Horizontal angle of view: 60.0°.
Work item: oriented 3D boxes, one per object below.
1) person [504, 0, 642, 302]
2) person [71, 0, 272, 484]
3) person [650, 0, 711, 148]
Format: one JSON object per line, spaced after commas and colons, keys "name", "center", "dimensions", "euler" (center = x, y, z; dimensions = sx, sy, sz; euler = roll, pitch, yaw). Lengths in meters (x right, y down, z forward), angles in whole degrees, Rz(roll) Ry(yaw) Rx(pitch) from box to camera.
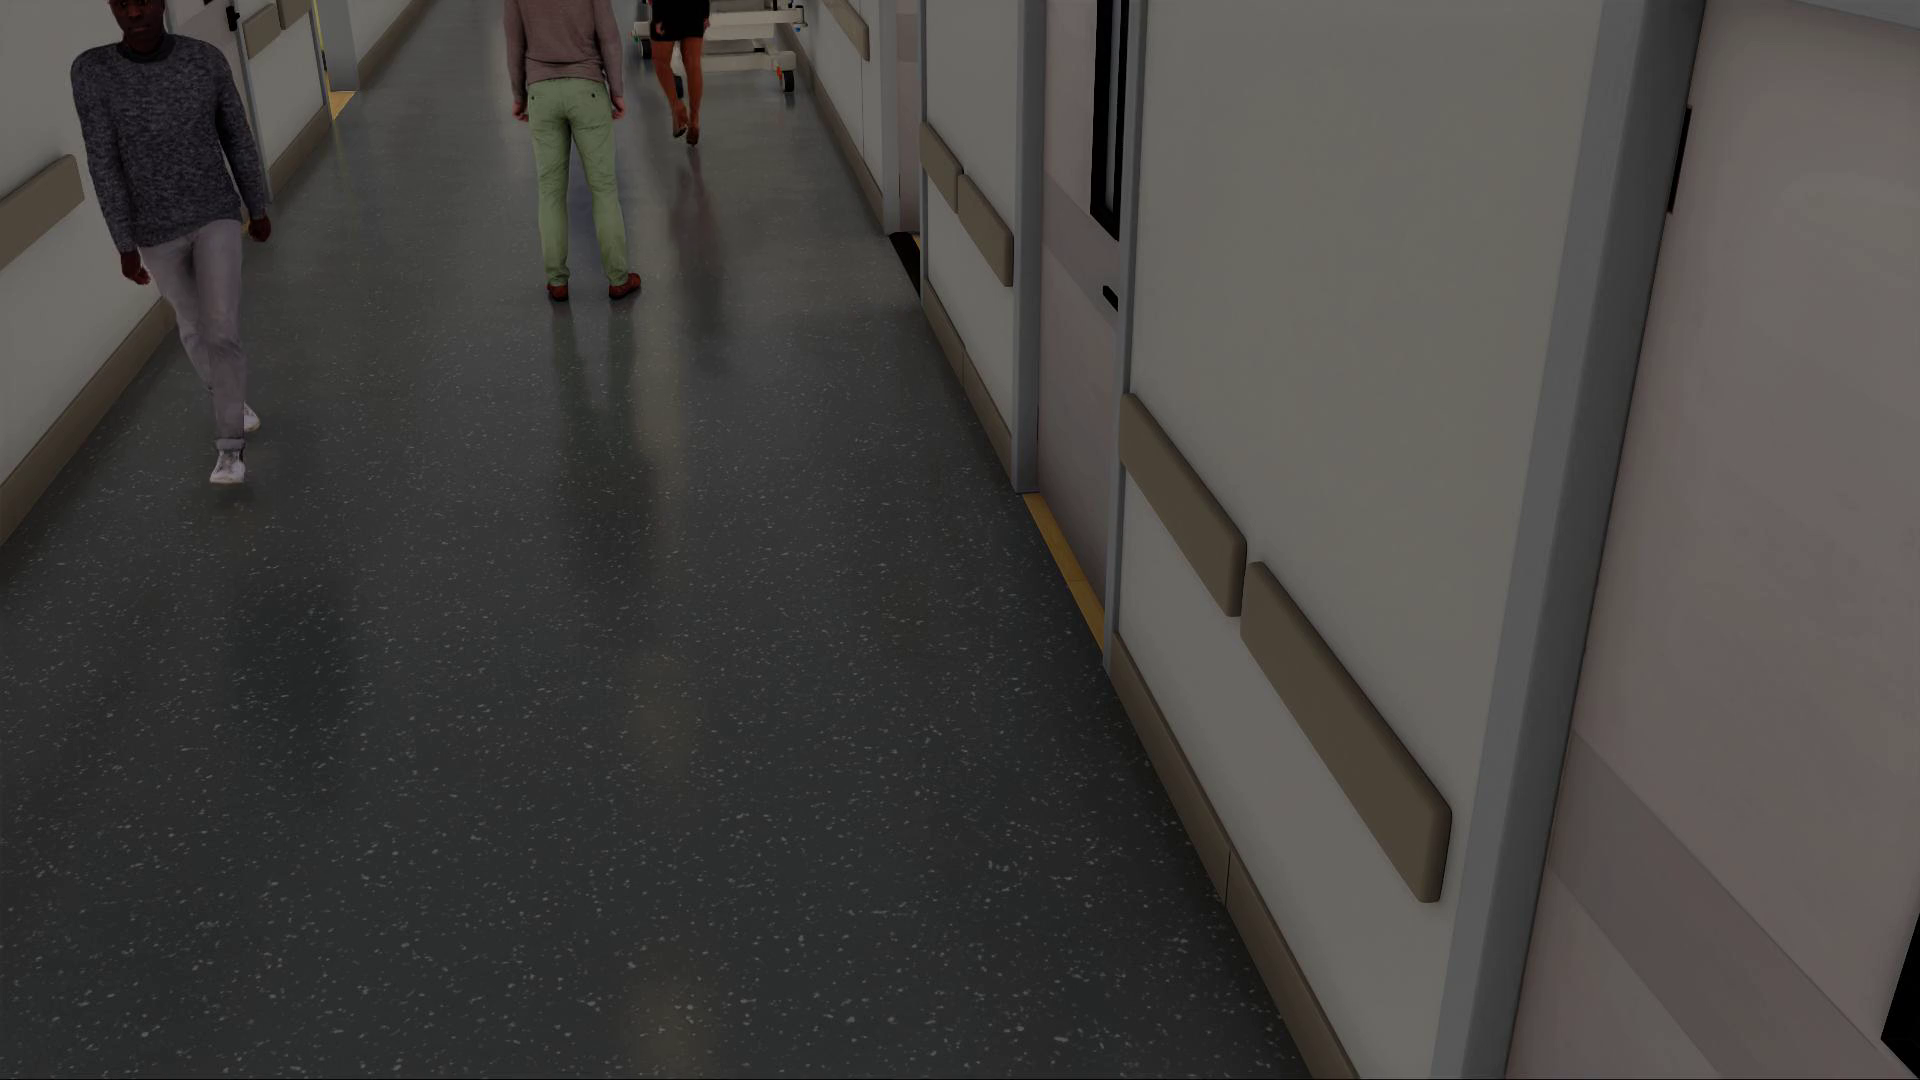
{"name": "person", "center": [-1.830, -2.051, 7.755], "dimensions": [0.549, 1.870, 0.766], "euler": [-2, 26, -4]}
{"name": "person", "center": [-2.742, -1.117, 5.932], "dimensions": [1.198, 1.771, 0.927], "euler": [-12, 28, -24]}
{"name": "person", "center": [-1.769, -3.331, 10.685], "dimensions": [0.644, 1.630, 0.707], "euler": [-12, 28, -23]}
